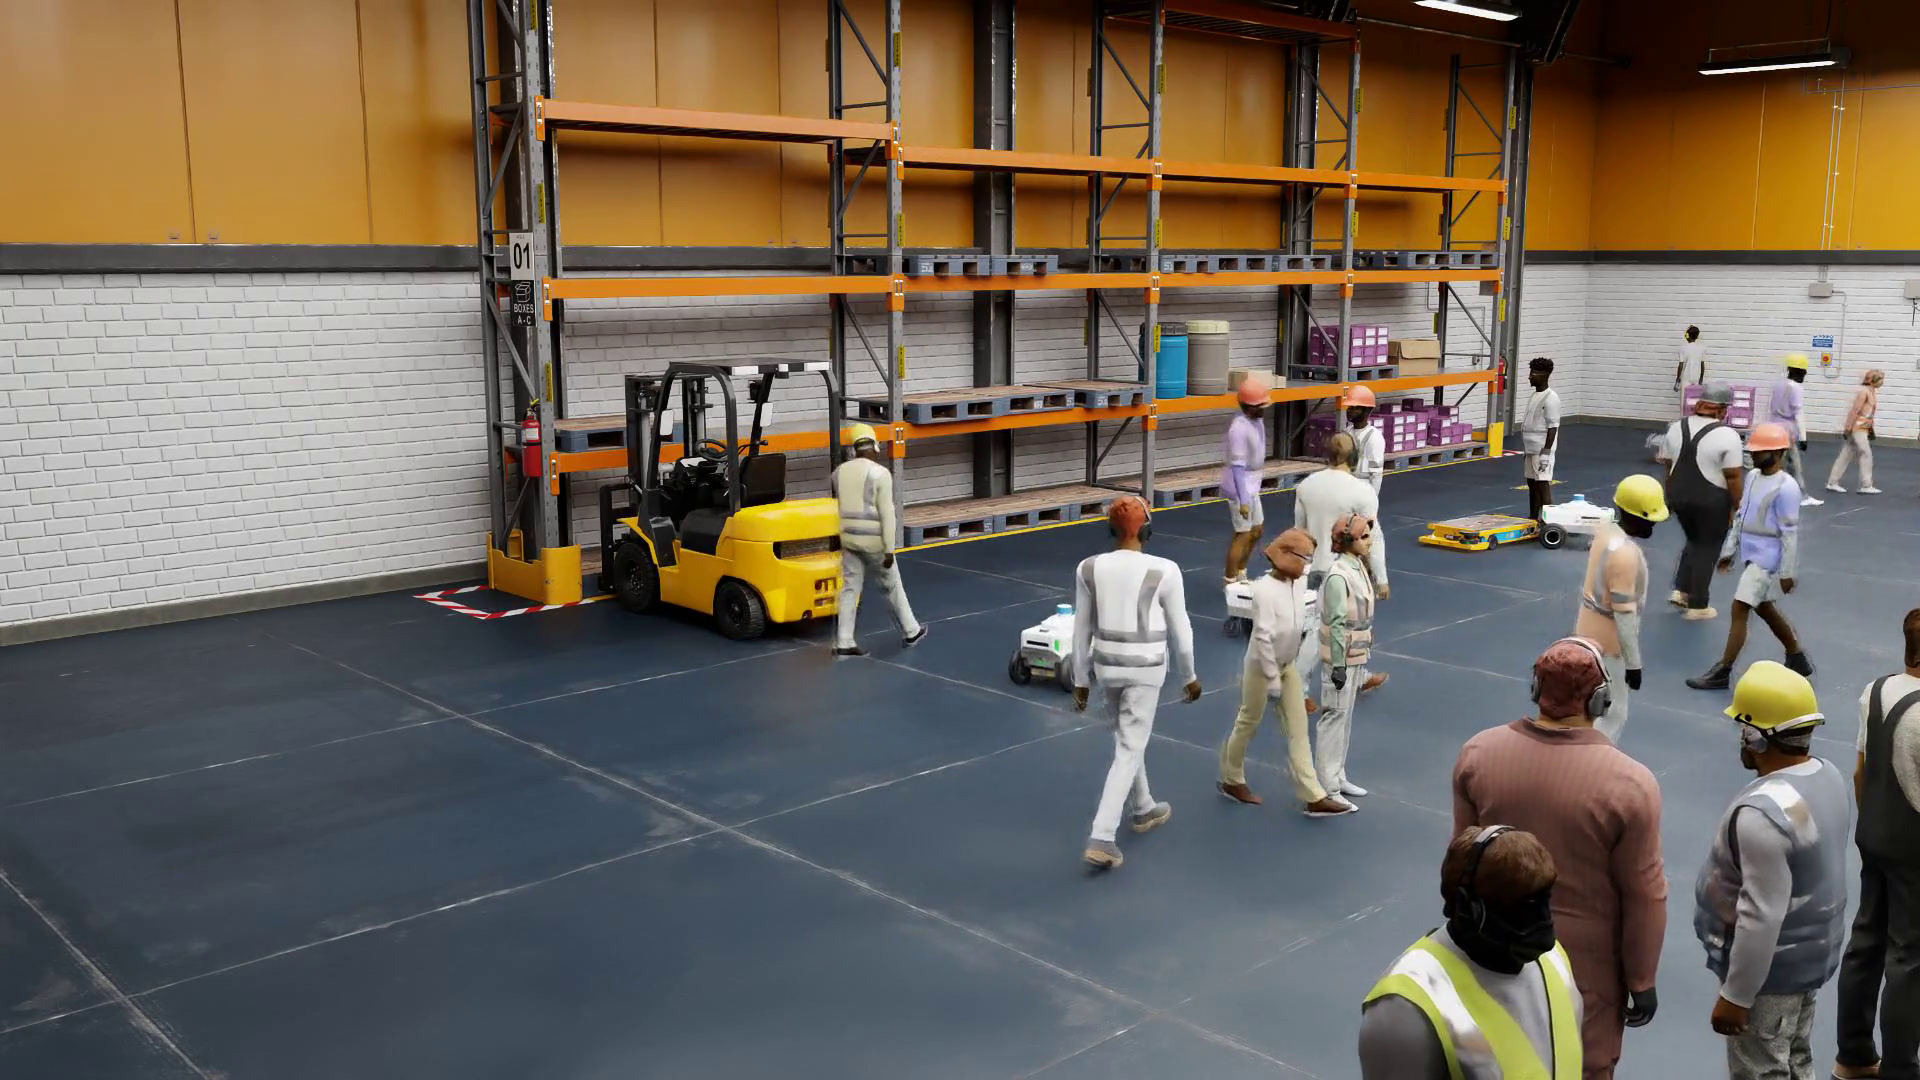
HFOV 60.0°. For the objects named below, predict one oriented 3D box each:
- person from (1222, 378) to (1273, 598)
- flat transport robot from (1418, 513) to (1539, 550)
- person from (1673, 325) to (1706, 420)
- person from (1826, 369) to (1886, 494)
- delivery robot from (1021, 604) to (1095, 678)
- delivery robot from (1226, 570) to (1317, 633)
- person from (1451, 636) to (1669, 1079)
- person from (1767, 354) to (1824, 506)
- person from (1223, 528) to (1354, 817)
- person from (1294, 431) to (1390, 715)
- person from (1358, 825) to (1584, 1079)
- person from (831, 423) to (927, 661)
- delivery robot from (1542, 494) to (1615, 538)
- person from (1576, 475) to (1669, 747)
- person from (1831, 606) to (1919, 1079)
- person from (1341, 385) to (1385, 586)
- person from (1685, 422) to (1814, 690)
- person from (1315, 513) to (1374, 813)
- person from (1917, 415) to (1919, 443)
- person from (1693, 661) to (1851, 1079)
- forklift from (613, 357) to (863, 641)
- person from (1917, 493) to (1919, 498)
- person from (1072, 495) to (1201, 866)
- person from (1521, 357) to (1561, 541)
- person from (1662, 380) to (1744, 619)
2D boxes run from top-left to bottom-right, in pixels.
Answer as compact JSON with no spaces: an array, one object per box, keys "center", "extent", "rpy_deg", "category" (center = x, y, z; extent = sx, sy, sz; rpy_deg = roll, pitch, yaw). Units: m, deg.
[{"center":[2.521,-0.432,14.547],"extent":[0.499,1.991,0.673],"rpy_deg":[5,11,26],"category":"person"},{"center":[5.571,-0.096,17.618],"extent":[1.431,0.197,0.652],"rpy_deg":[-8,12,-37],"category":"flat transport robot"},{"center":[12.309,-2.681,28.073],"extent":[0.509,1.872,0.328],"rpy_deg":[-1,10,-9],"category":"person"},{"center":[11.515,-1.379,21.244],"extent":[0.749,1.582,0.524],"rpy_deg":[6,11,31],"category":"person"},{"center":[0.740,0.701,11.844],"extent":[0.477,0.478,0.707],"rpy_deg":[7,12,35],"category":"delivery robot"},{"center":[2.462,0.478,13.148],"extent":[0.707,0.478,0.477],"rpy_deg":[8,13,41],"category":"delivery robot"},{"center":[1.822,1.231,5.070],"extent":[0.651,1.905,0.409],"rpy_deg":[9,13,44],"category":"person"},{"center":[9.971,-1.314,20.088],"extent":[1.008,1.880,0.595],"rpy_deg":[1,10,6],"category":"person"},{"center":[1.758,0.715,8.996],"extent":[0.514,1.580,0.829],"rpy_deg":[-9,14,-44],"category":"person"},{"center":[2.536,0.213,11.111],"extent":[1.049,1.879,0.650],"rpy_deg":[-6,11,-30],"category":"person"},{"center":[1.136,1.509,3.627],"extent":[0.623,1.844,0.429],"rpy_deg":[-8,13,-40],"category":"person"},{"center":[-0.664,0.000,12.690],"extent":[0.616,1.760,0.924],"rpy_deg":[7,12,37],"category":"person"},{"center":[6.430,-0.231,17.302],"extent":[0.707,0.478,0.477],"rpy_deg":[4,10,20],"category":"delivery robot"},{"center":[3.580,0.554,9.119],"extent":[0.393,1.883,0.743],"rpy_deg":[2,10,12],"category":"person"},{"center":[3.361,1.125,5.887],"extent":[0.344,1.839,0.505],"rpy_deg":[-1,10,-4],"category":"person"},{"center":[3.382,-0.352,14.230],"extent":[0.351,1.942,0.545],"rpy_deg":[-4,10,-21],"category":"person"},{"center":[5.627,0.114,11.645],"extent":[0.946,1.902,0.554],"rpy_deg":[0,10,2],"category":"person"},{"center":[2.123,0.661,9.182],"extent":[0.307,1.639,0.525],"rpy_deg":[4,11,23],"category":"person"},{"center":[11.995,-1.330,20.268],"extent":[0.564,1.836,0.396],"rpy_deg":[6,11,31],"category":"person"},{"center":[2.444,1.270,5.063],"extent":[0.404,1.829,0.591],"rpy_deg":[9,13,43],"category":"person"},{"center":[-1.847,-0.414,13.852],"extent":[1.214,2.155,2.313],"rpy_deg":[-9,13,-42],"category":"forklift"},{"center":[12.202,-1.426,20.540],"extent":[0.373,1.935,0.628],"rpy_deg":[1,10,5],"category":"person"},{"center":[0.849,0.692,8.456],"extent":[0.590,1.841,0.996],"rpy_deg":[7,12,35],"category":"person"},{"center":[6.192,-0.978,17.821],"extent":[0.367,1.966,0.603],"rpy_deg":[0,10,-2],"category":"person"},{"center":[6.253,-0.348,13.915],"extent":[0.537,2.000,0.702],"rpy_deg":[-5,11,-26],"category":"person"}]
